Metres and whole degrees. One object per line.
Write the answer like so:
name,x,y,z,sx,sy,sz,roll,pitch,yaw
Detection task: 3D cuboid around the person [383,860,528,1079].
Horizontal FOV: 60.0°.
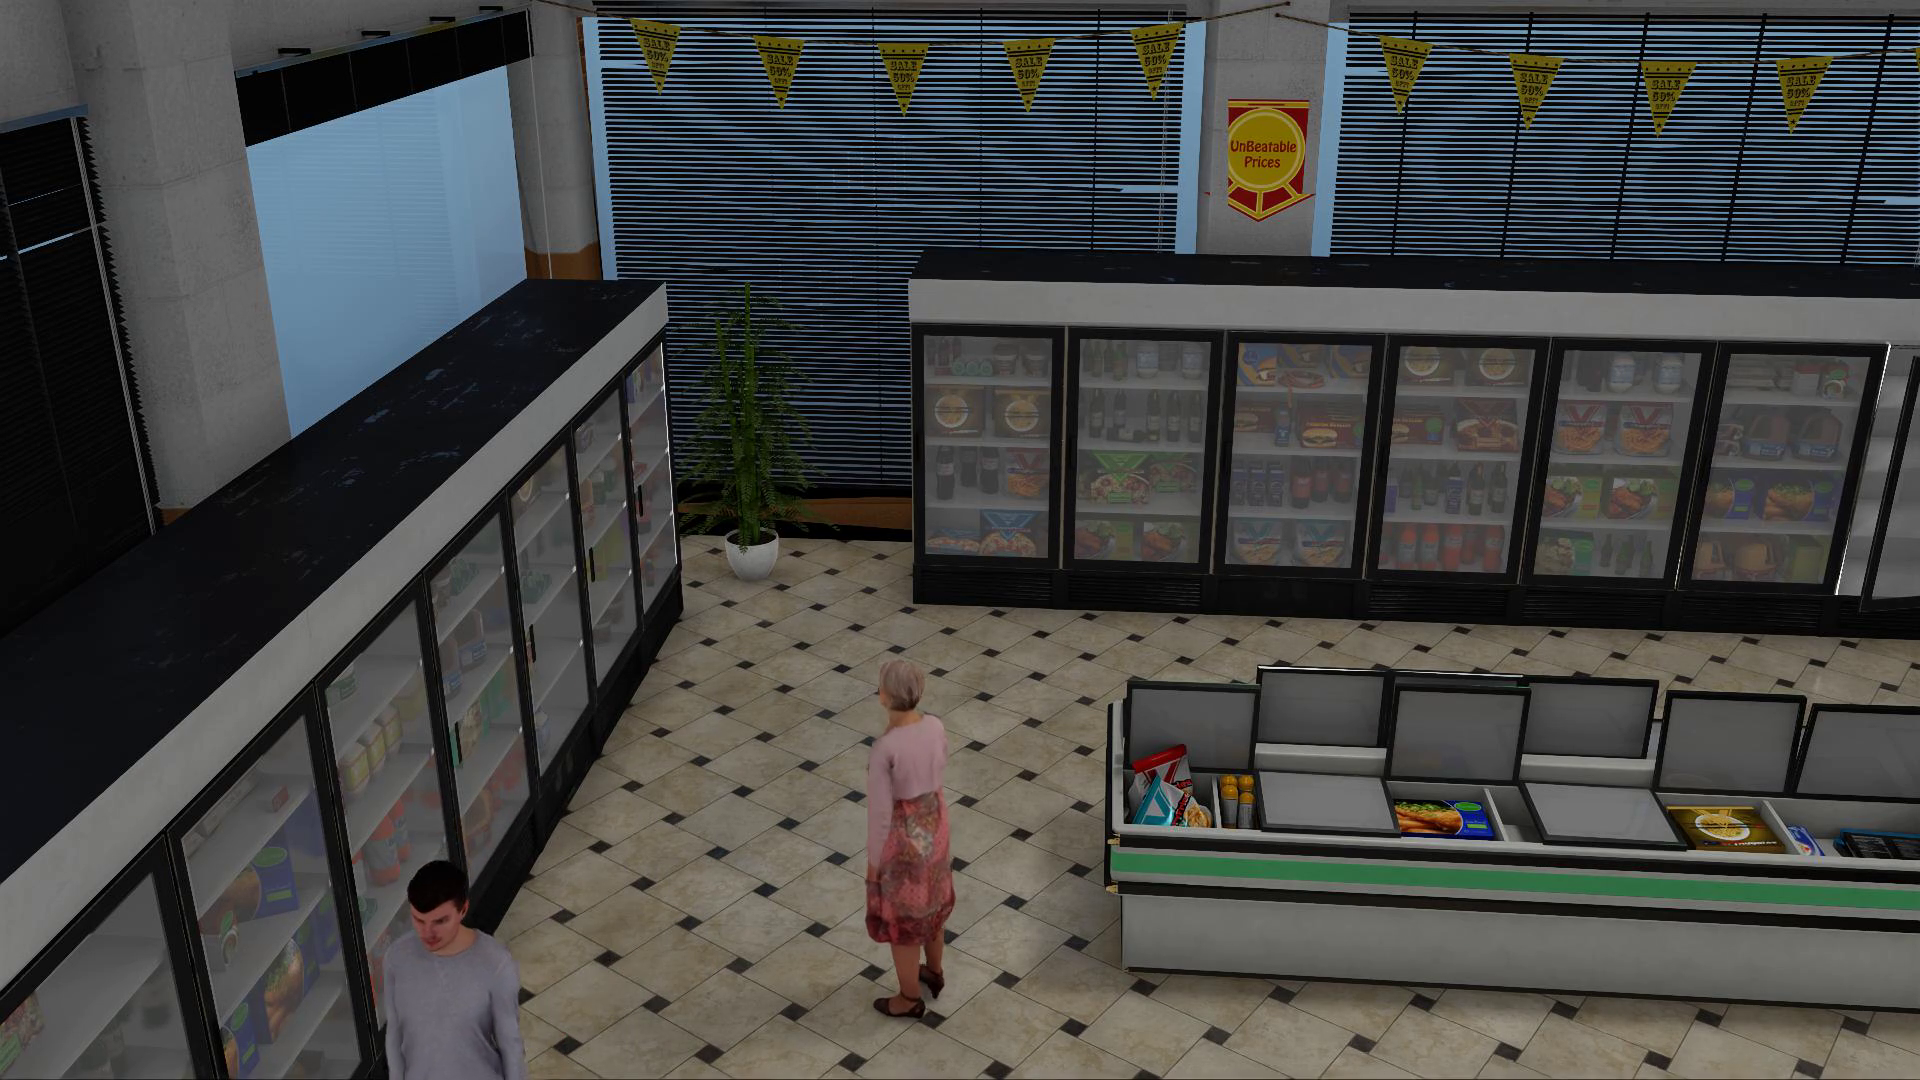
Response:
person,-1.666,1.848,5.623,0.750,1.836,0.734,3,22,8

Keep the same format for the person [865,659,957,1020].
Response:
person,-0.199,1.303,7.176,0.746,1.689,0.700,17,28,36
